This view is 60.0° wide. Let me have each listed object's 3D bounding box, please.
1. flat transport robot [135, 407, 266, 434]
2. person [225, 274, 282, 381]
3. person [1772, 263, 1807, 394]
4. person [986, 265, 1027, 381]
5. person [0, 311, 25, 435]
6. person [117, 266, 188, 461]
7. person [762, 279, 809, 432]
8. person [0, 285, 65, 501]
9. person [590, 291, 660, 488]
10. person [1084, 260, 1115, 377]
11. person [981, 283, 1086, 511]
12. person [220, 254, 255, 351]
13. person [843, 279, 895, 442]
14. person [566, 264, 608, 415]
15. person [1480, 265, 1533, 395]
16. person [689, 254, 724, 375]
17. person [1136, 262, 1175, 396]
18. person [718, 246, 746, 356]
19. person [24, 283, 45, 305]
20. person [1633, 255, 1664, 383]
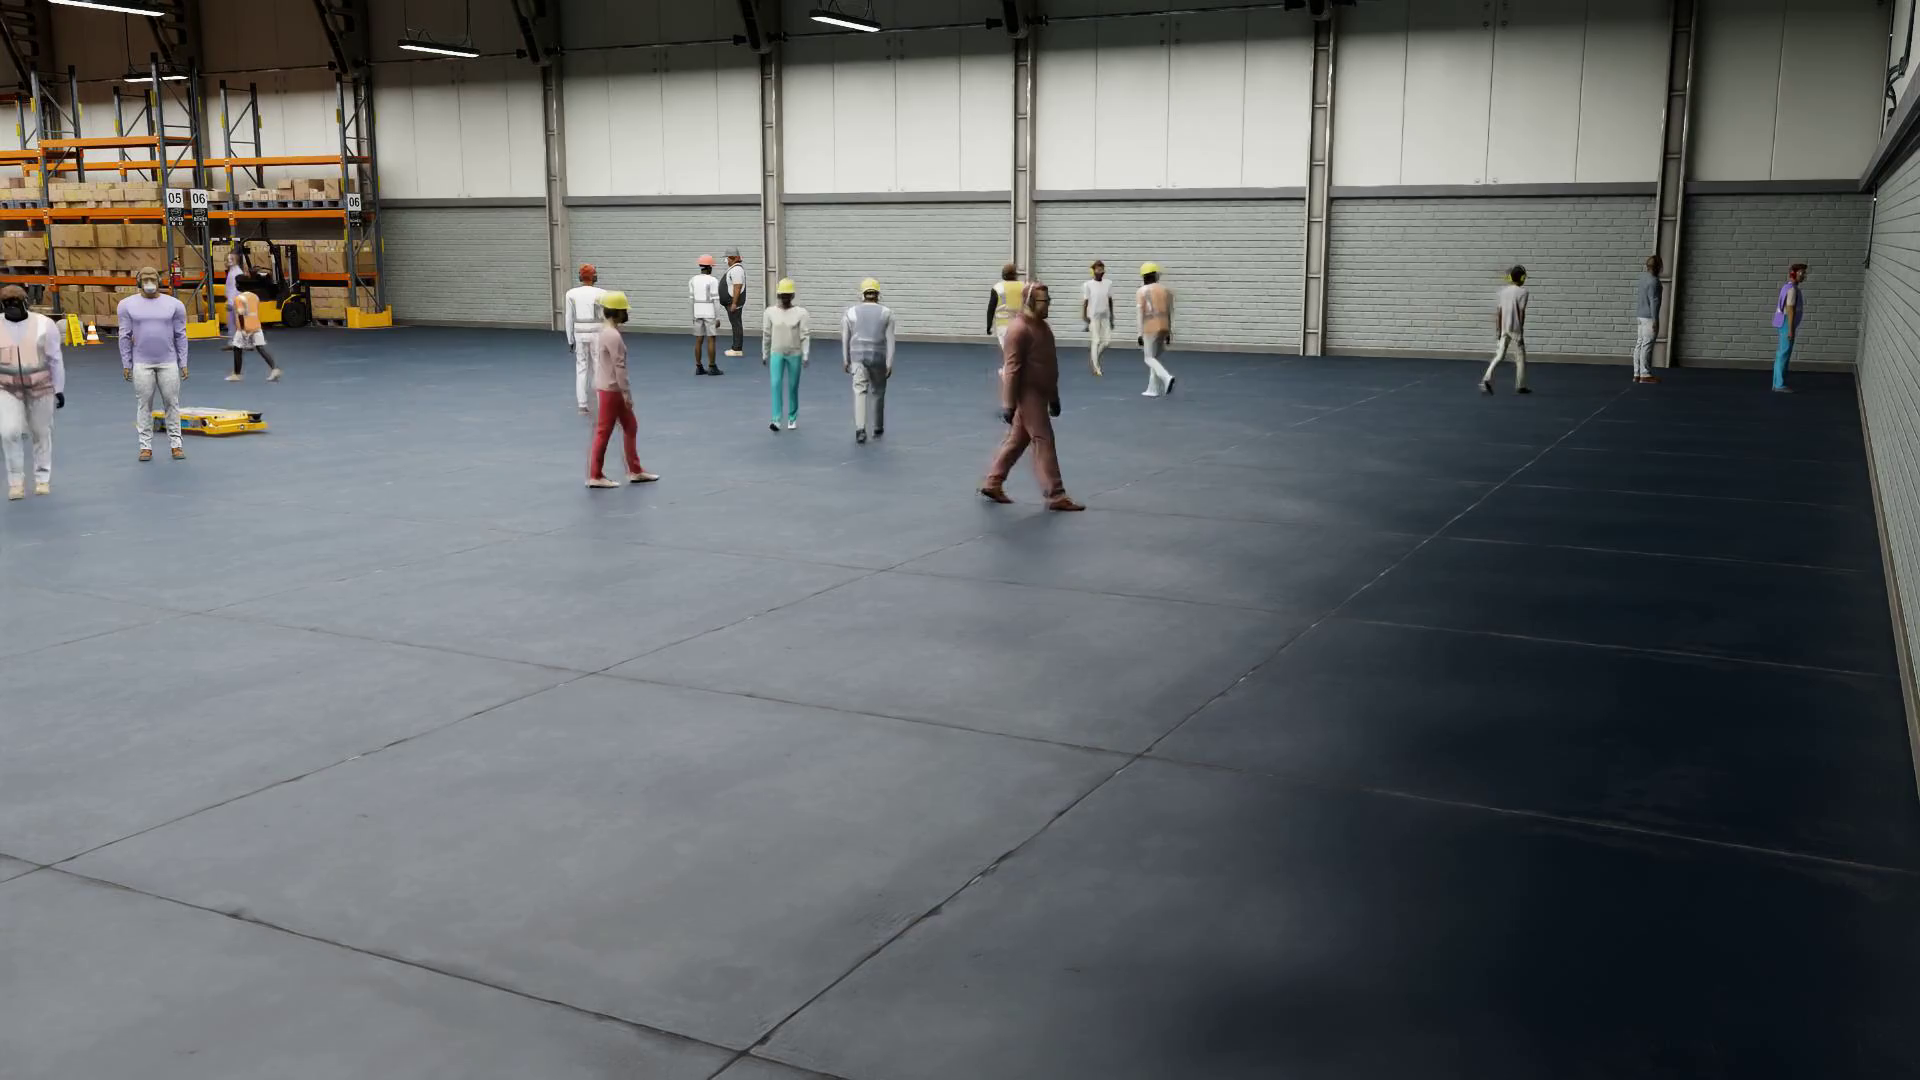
[{"bbox_3d":[-8.734,-1.381,19.106,1.431,0.197,0.652,6,12,28],"label":"flat transport robot"},{"bbox_3d":[-10.867,-3.249,25.502,0.858,1.659,0.531,3,11,16],"label":"person"},{"bbox_3d":[11.801,-3.013,23.719,0.392,1.839,0.564,4,11,20],"label":"person"},{"bbox_3d":[0.711,-3.273,25.263,0.654,1.789,0.945,-4,11,-20],"label":"person"},{"bbox_3d":[-10.852,-2.119,18.594,1.051,1.940,0.639,7,12,33],"label":"person"},{"bbox_3d":[-8.039,-1.760,16.620,0.631,1.940,0.372,-5,12,-27],"label":"person"},{"bbox_3d":[-1.993,-2.089,18.959,0.543,1.725,0.879,0,10,-1],"label":"person"},{"bbox_3d":[-7.979,-1.255,14.200,0.631,1.812,0.736,-5,11,-25],"label":"person"},{"bbox_3d":[-2.975,-1.329,14.778,0.752,1.736,0.548,-3,11,-17],"label":"person"},{"bbox_3d":[2.205,-3.525,26.505,0.544,1.844,0.481,-4,11,-19],"label":"person"},{"bbox_3d":[0.571,-1.184,13.712,0.983,1.865,0.659,5,11,24],"label":"person"},{"bbox_3d":[-14.149,-4.607,32.337,0.782,1.877,0.645,-4,11,-22],"label":"person"},{"bbox_3d":[-1.007,-1.969,18.246,0.597,1.779,0.962,1,10,5],"label":"person"},{"bbox_3d":[-4.629,-2.504,20.821,0.585,1.883,0.340,1,10,7],"label":"person"},{"bbox_3d":[7.723,-2.951,23.434,0.934,1.834,0.529,-6,12,-32],"label":"person"},{"bbox_3d":[-4.077,-3.610,26.730,0.561,1.933,0.381,5,12,26],"label":"person"},{"bbox_3d":[2.737,-2.909,23.056,0.595,1.889,0.719,-7,12,-33],"label":"person"},{"bbox_3d":[-4.263,-4.458,31.052,0.538,2.000,0.685,-2,11,-9],"label":"person"},{"bbox_3d":[-24.793,-6.872,44.557,0.397,1.919,0.580,5,11,23],"label":"person"},{"bbox_3d":[10.494,-3.354,25.313,0.372,1.940,0.631,1,10,4],"label":"person"}]
